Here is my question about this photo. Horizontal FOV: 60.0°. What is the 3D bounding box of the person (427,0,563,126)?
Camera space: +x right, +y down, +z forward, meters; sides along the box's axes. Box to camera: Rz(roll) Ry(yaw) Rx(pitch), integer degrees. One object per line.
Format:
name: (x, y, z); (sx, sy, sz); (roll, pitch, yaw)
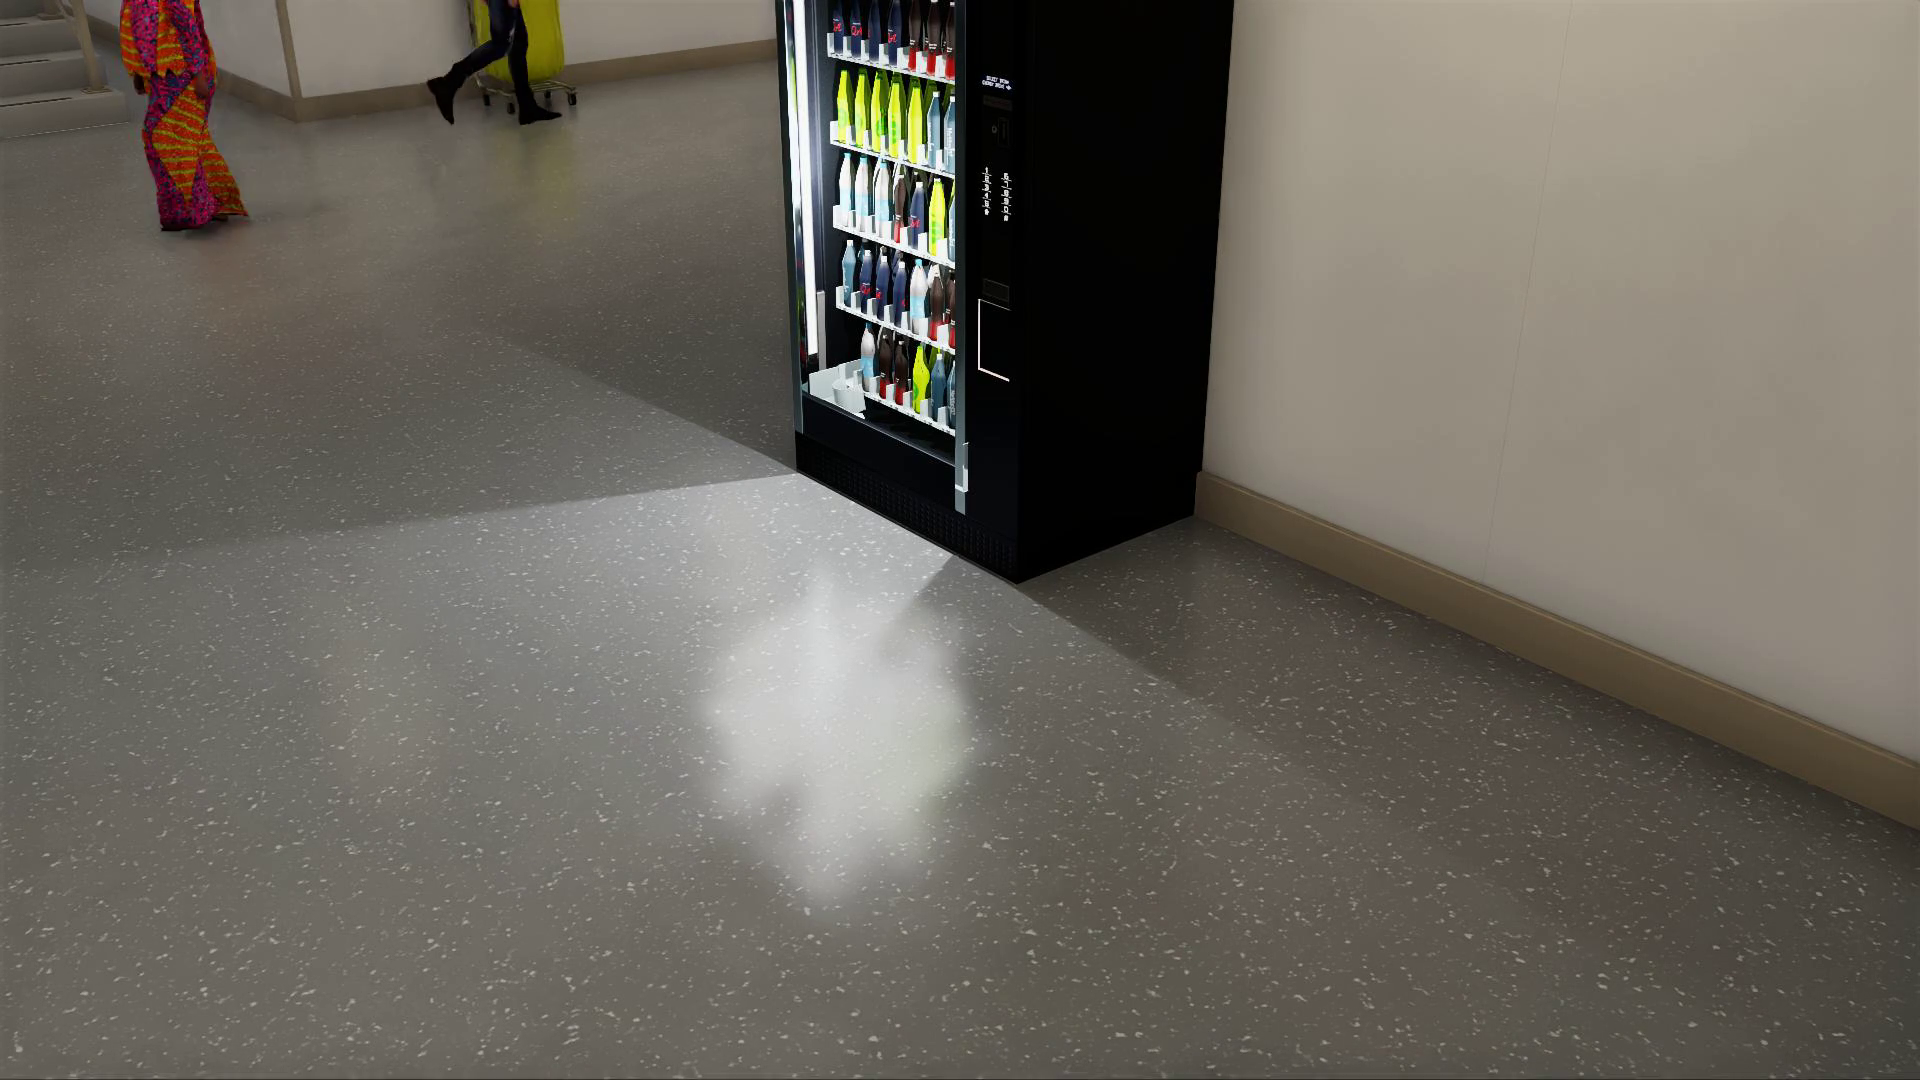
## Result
person: (-3.161, -3.668, 11.023); (0.895, 1.862, 1.116); (-12, 28, -24)

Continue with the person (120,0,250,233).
person: (-4.102, -2.485, 8.811); (0.752, 1.653, 0.774); (21, 33, 36)
